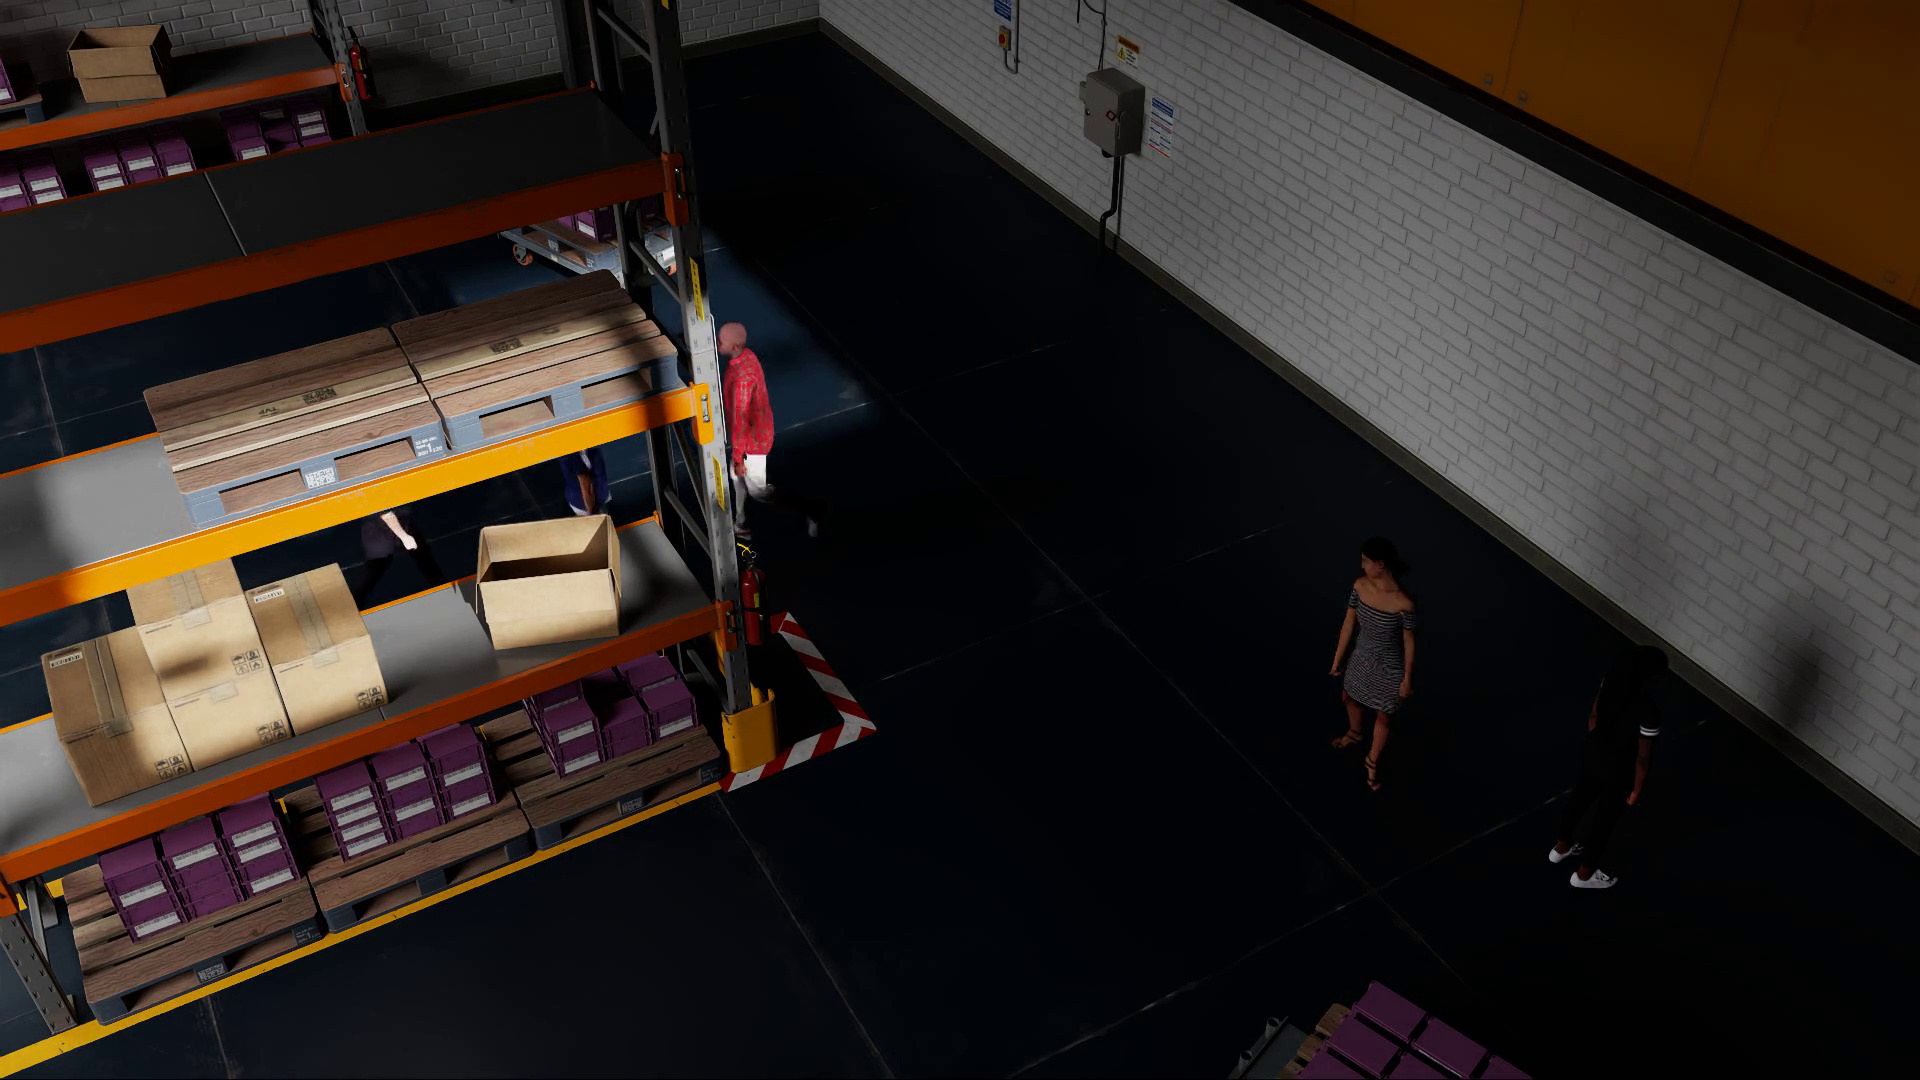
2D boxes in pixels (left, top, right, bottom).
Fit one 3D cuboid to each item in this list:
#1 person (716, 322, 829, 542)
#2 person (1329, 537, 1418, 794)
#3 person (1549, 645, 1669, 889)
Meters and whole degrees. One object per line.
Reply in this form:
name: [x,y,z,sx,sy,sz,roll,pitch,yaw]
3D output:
person: [-1.382,-0.734,11.660,1.197,1.800,1.012,-2,39,-2]
person: [2.521,0.768,9.781,0.729,1.797,0.687,19,43,23]
person: [3.626,1.242,9.243,0.626,1.729,0.659,-12,40,-14]
